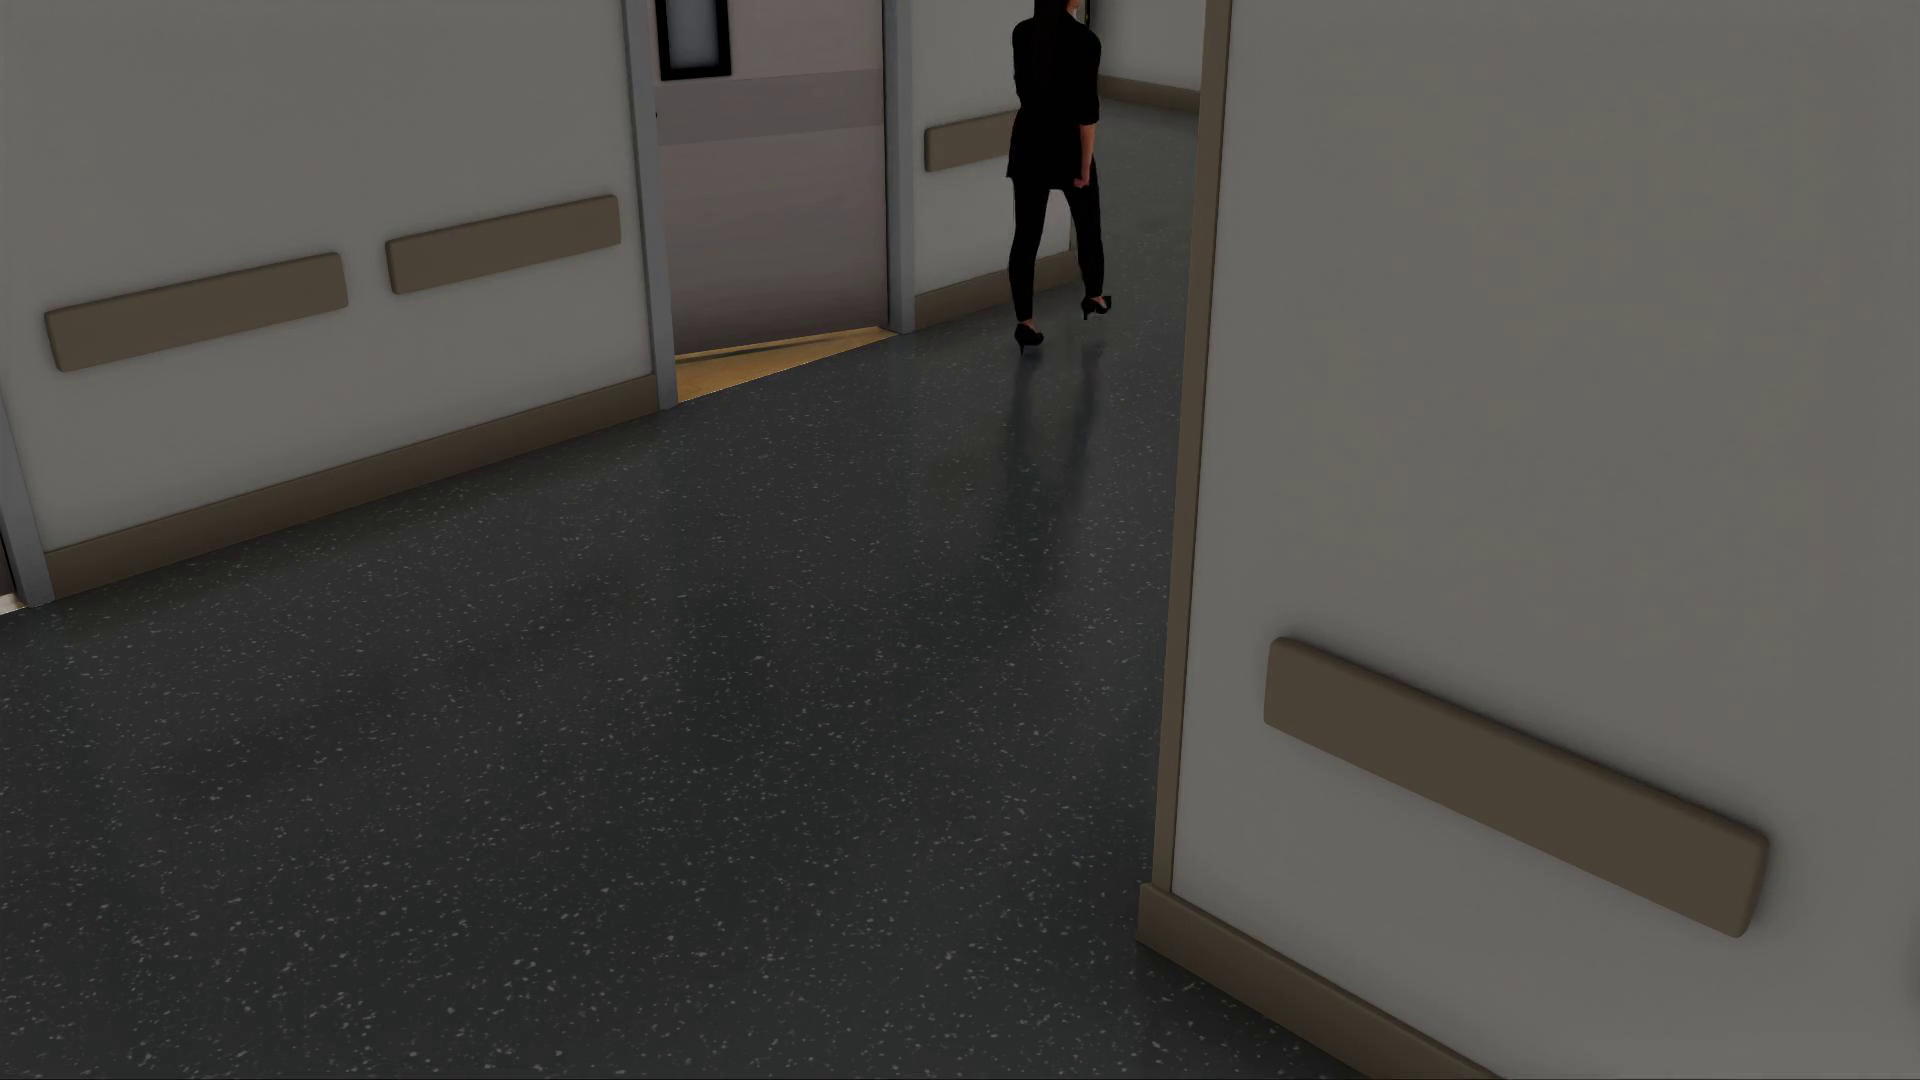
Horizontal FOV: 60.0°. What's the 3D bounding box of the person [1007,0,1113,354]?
[{"bbox_3d":[0.339,-1.579,7.016,0.736,1.635,0.988,15,29,28],"label":"person"}]
